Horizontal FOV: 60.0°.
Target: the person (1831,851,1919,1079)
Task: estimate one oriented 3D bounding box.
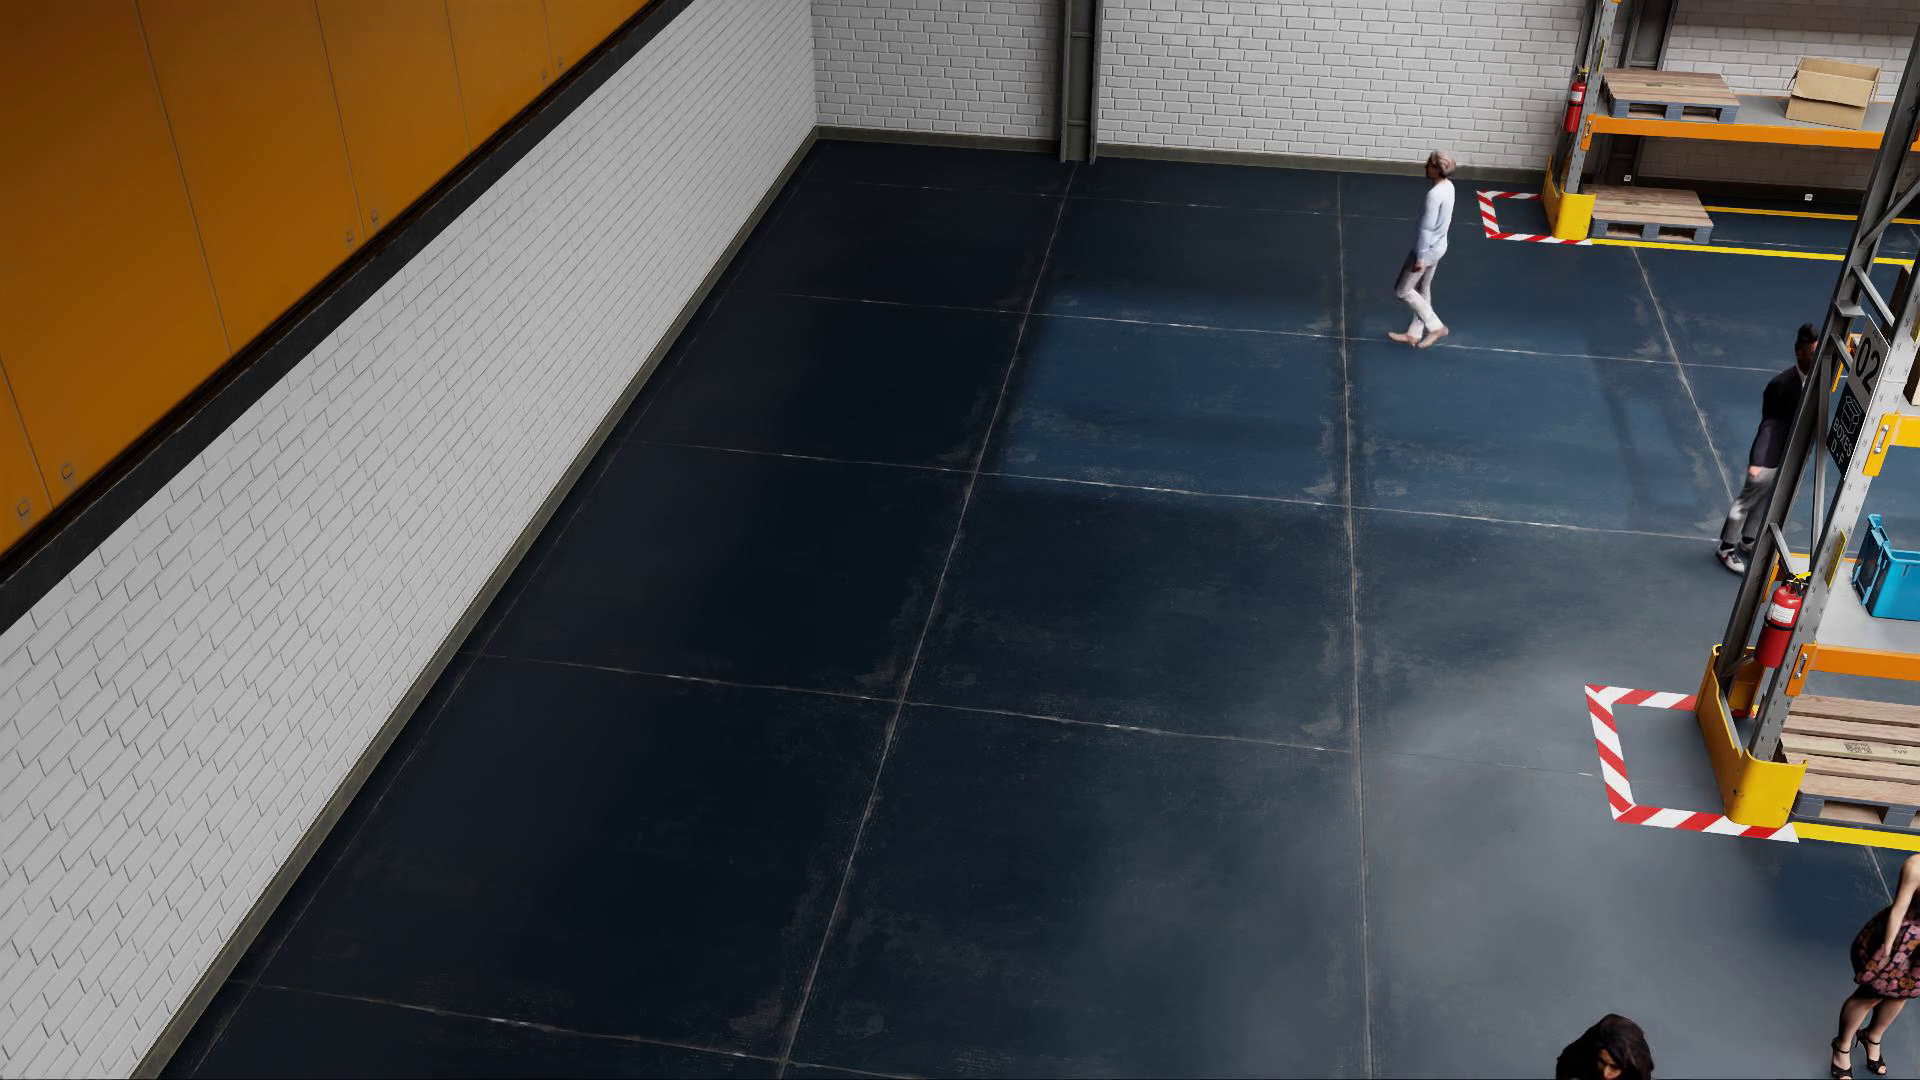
[{"bbox_3d":[4.656,1.992,8.150,0.737,1.773,0.830,-7,34,-10],"label":"person"}]

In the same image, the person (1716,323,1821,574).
[{"bbox_3d":[5.913,-0.643,12.040,0.746,1.856,0.859,-14,36,-20],"label":"person"}]

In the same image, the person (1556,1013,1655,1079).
[{"bbox_3d":[2.785,2.643,7.343,0.997,1.583,0.784,14,36,20],"label":"person"}]

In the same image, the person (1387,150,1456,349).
[{"bbox_3d":[4.263,-2.558,14.895,0.917,1.884,0.826,17,37,24],"label":"person"}]
